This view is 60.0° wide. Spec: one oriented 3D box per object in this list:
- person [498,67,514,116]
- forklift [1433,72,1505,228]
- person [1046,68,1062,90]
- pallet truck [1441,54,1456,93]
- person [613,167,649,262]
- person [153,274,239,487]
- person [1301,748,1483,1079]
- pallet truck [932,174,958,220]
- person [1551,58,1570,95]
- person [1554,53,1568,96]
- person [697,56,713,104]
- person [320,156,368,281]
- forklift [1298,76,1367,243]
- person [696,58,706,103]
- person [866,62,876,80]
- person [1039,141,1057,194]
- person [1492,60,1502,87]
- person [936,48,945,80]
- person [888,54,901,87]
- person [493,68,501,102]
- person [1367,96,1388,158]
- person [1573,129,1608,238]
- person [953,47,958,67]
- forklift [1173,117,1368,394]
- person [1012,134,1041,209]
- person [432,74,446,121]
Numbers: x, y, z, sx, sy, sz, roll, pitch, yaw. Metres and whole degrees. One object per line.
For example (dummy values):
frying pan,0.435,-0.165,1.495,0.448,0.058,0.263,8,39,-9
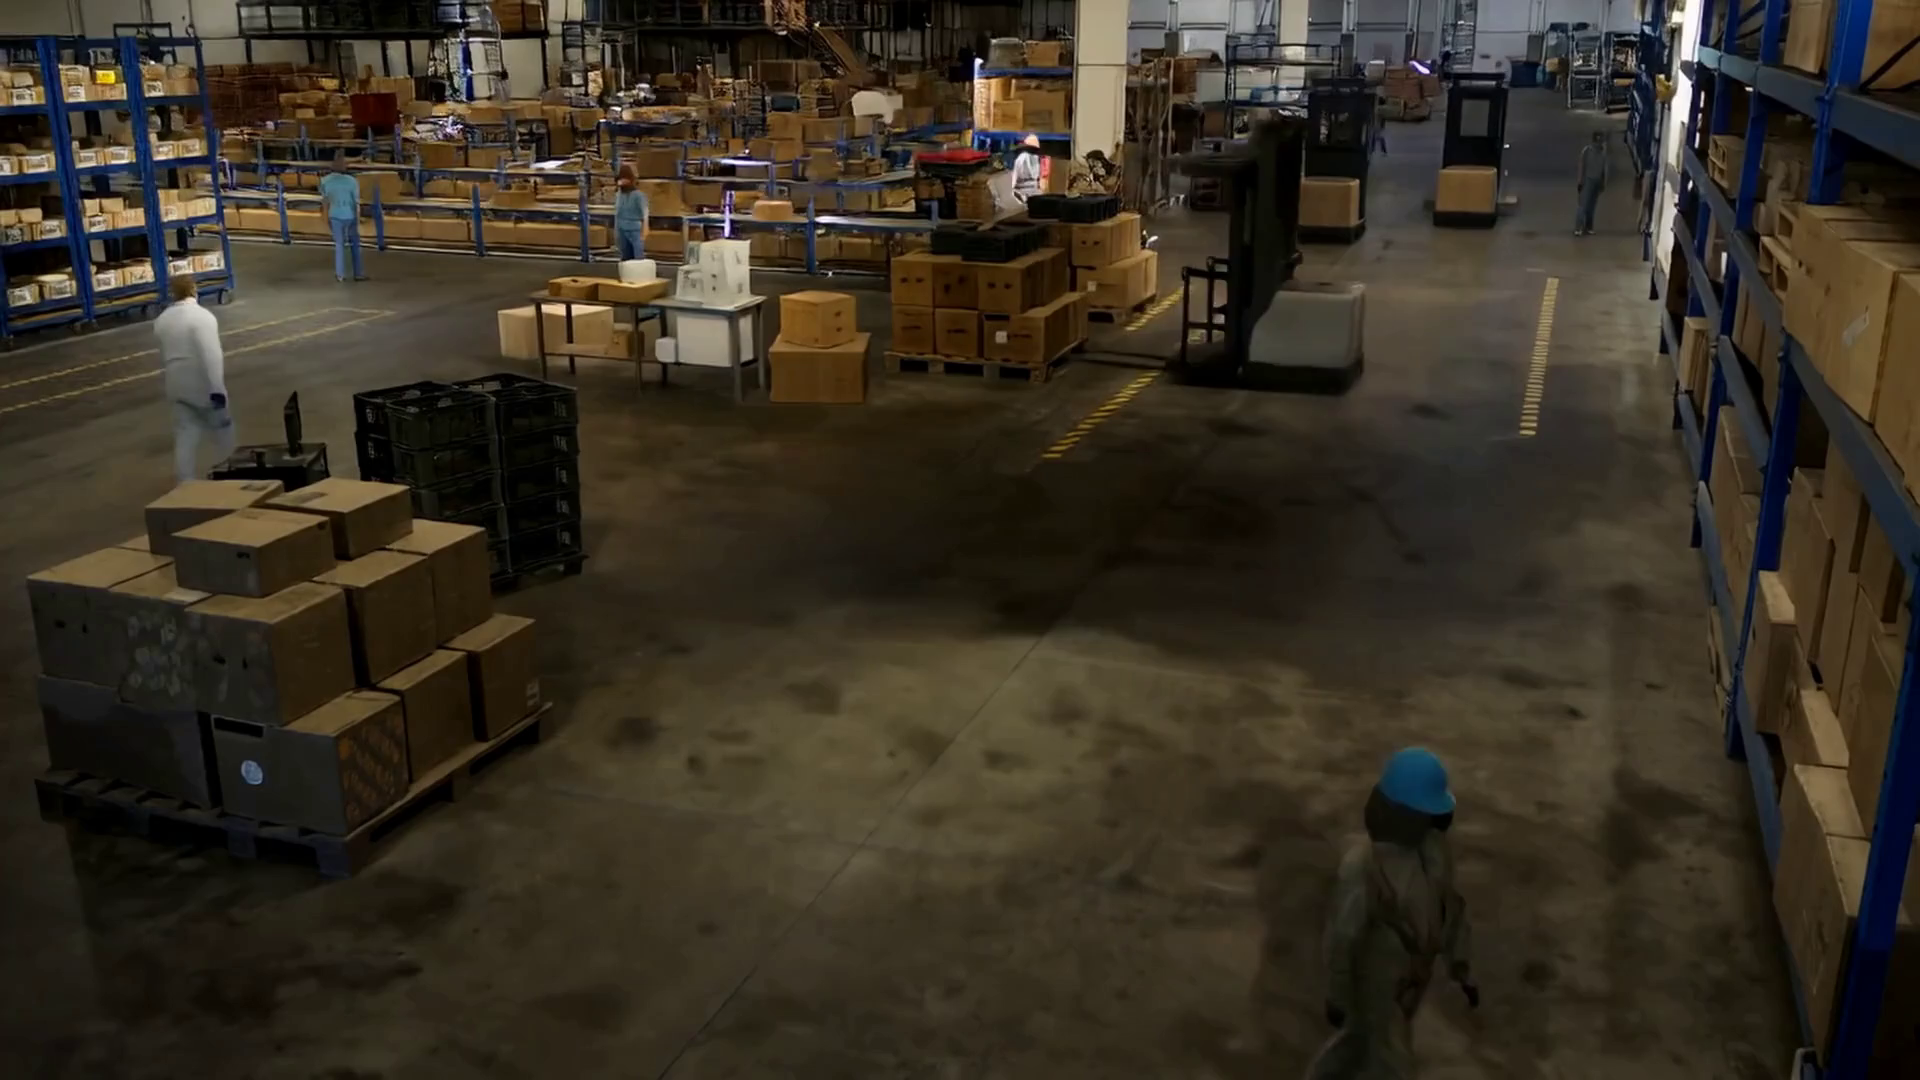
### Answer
person,-17.661,-17.333,64.273,0.728,1.862,0.575,7,19,20
forklift,9.687,-7.415,31.455,1.129,2.768,1.873,6,19,19
person,4.170,-20.370,73.606,0.651,1.976,1.061,8,19,24
pallet truck,22.765,-21.886,78.355,0.823,1.965,1.885,-4,18,-14
person,-4.638,-4.308,23.391,0.590,1.834,0.404,9,20,27
person,-6.288,-1.270,13.838,0.716,1.841,0.959,5,18,15
person,1.429,1.447,5.527,0.500,1.701,0.889,-13,22,-35
pallet truck,-0.507,-5.292,27.348,0.653,1.274,1.630,6,19,19
person,29.206,-22.480,80.495,0.927,1.842,0.581,10,20,30
person,28.826,-22.316,79.708,0.608,1.996,0.379,-3,18,-8
person,-11.179,-20.179,72.924,0.683,2.000,0.538,-3,18,-10
person,-9.229,-4.803,24.920,0.569,1.847,0.377,-1,18,-2
forklift,6.598,-6.755,29.381,1.129,2.768,1.873,6,19,19
person,-11.528,-20.332,73.626,0.557,1.902,0.593,-4,18,-12
person,-3.554,-18.470,67.741,0.582,1.914,0.649,-12,21,-32
person,1.664,-6.472,30.466,0.862,1.644,0.547,-9,20,-27
person,23.867,-20.404,73.978,0.432,1.835,0.619,4,18,13
person,-1.128,-27.372,95.750,0.607,1.901,0.970,-2,18,-8
person,-3.231,-23.057,82.228,0.644,1.890,1.051,2,18,7
person,-18.128,-17.713,65.638,0.523,1.759,0.342,-2,18,-7
person,11.501,-11.355,45.796,0.749,1.666,0.541,-2,18,-6
person,11.334,-6.385,29.804,0.644,1.904,0.399,-9,20,-27
person,-0.154,-26.349,92.396,0.613,1.987,0.403,11,20,30
forklift,3.403,-3.090,17.865,1.873,2.768,1.129,8,19,23
person,1.118,-6.073,28.841,0.968,1.904,0.615,14,23,38
person,-17.863,-15.031,57.064,0.526,1.855,0.508,12,21,33
